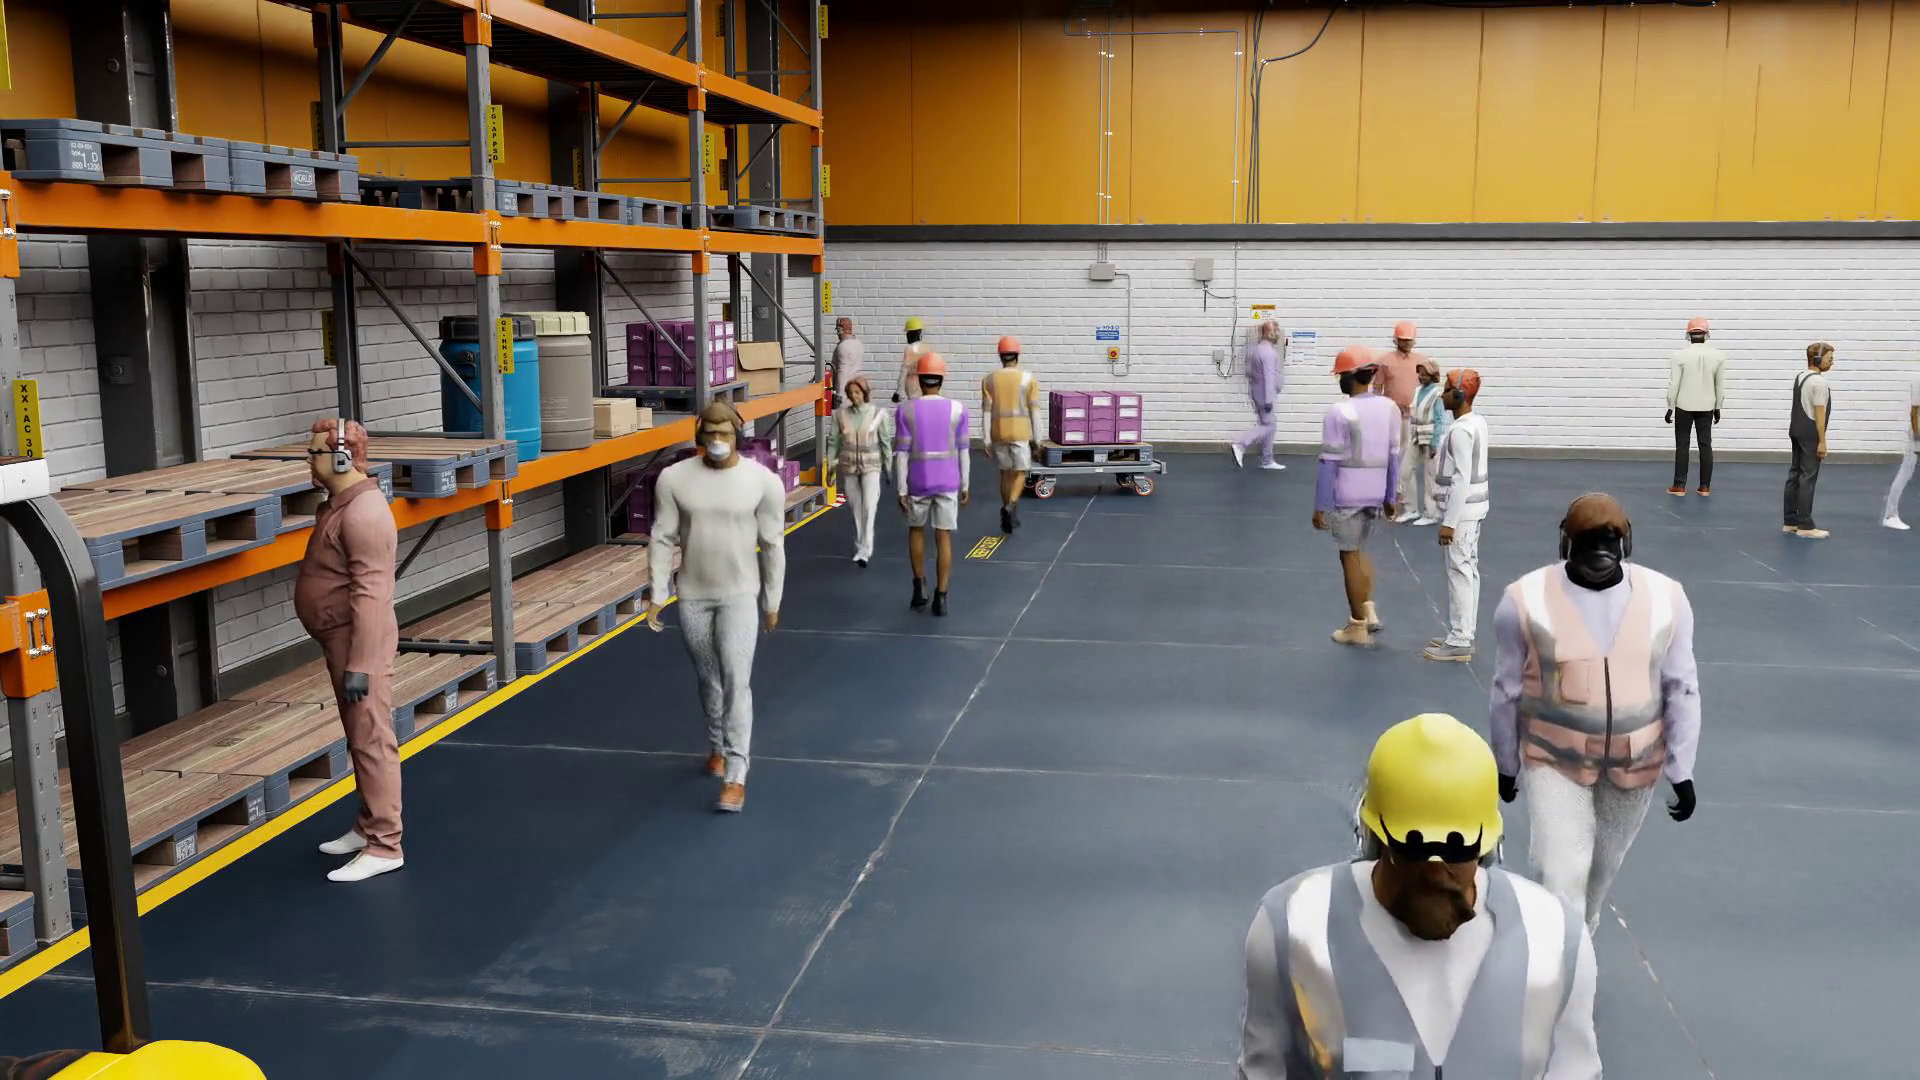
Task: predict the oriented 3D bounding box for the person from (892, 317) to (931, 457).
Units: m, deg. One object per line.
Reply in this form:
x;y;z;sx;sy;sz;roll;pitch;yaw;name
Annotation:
-0.604;-2.003;22.068;0.852;1.893;0.590;4;10;22;person

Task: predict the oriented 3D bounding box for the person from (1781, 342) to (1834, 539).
7.993;-0.937;15.649;0.344;1.841;0.506;0;9;0;person

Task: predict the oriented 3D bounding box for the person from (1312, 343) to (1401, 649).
2.613;-0.290;11.076;0.632;2.025;0.496;-6;11;-32;person

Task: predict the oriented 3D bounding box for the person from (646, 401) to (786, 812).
-1.161;0.279;7.980;0.638;1.916;0.789;1;9;6;person

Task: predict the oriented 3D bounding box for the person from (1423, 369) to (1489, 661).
3.214;-0.160;10.723;0.354;1.883;0.572;5;10;27;person

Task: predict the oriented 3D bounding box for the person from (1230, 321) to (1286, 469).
3.767;-1.801;20.849;0.661;1.889;0.652;0;9;-3;person

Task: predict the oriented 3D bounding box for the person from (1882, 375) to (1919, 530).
9.269;-0.959;15.846;0.581;1.815;0.950;-3;10;-15;person

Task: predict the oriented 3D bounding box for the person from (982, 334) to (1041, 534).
0.471;-1.006;15.859;0.556;1.918;0.817;2;10;15;person

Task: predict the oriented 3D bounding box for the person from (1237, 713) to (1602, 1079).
0.767;1.158;2.805;0.586;1.809;0.425;0;9;2;person

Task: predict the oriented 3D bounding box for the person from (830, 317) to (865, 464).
-1.488;-1.940;21.646;0.406;1.902;0.636;3;10;18;person

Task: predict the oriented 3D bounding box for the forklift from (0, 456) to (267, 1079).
-2.328;0.975;2.765;2.313;2.155;1.214;1;9;9;forklift

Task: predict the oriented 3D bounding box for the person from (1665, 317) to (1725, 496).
8.179;-1.483;18.541;0.621;1.990;0.391;0;9;2;person

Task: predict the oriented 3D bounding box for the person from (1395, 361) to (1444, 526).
4.503;-0.938;16.272;0.479;1.623;0.548;-3;10;-20;person

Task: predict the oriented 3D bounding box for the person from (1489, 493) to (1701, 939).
2.090;0.729;5.528;0.623;1.799;0.945;1;9;6;person

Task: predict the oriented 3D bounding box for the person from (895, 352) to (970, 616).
-0.197;-0.417;12.206;0.561;1.912;0.614;-1;9;-4;person

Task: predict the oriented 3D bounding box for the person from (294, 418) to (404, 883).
-2.528;0.448;6.897;0.407;1.910;0.639;-4;10;-23;person

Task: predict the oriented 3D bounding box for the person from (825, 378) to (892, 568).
-0.872;-0.560;14.053;0.552;1.596;0.828;2;9;10;person

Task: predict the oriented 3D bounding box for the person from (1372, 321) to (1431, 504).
4.731;-1.343;17.732;0.631;1.970;0.611;-1;9;-6;person
